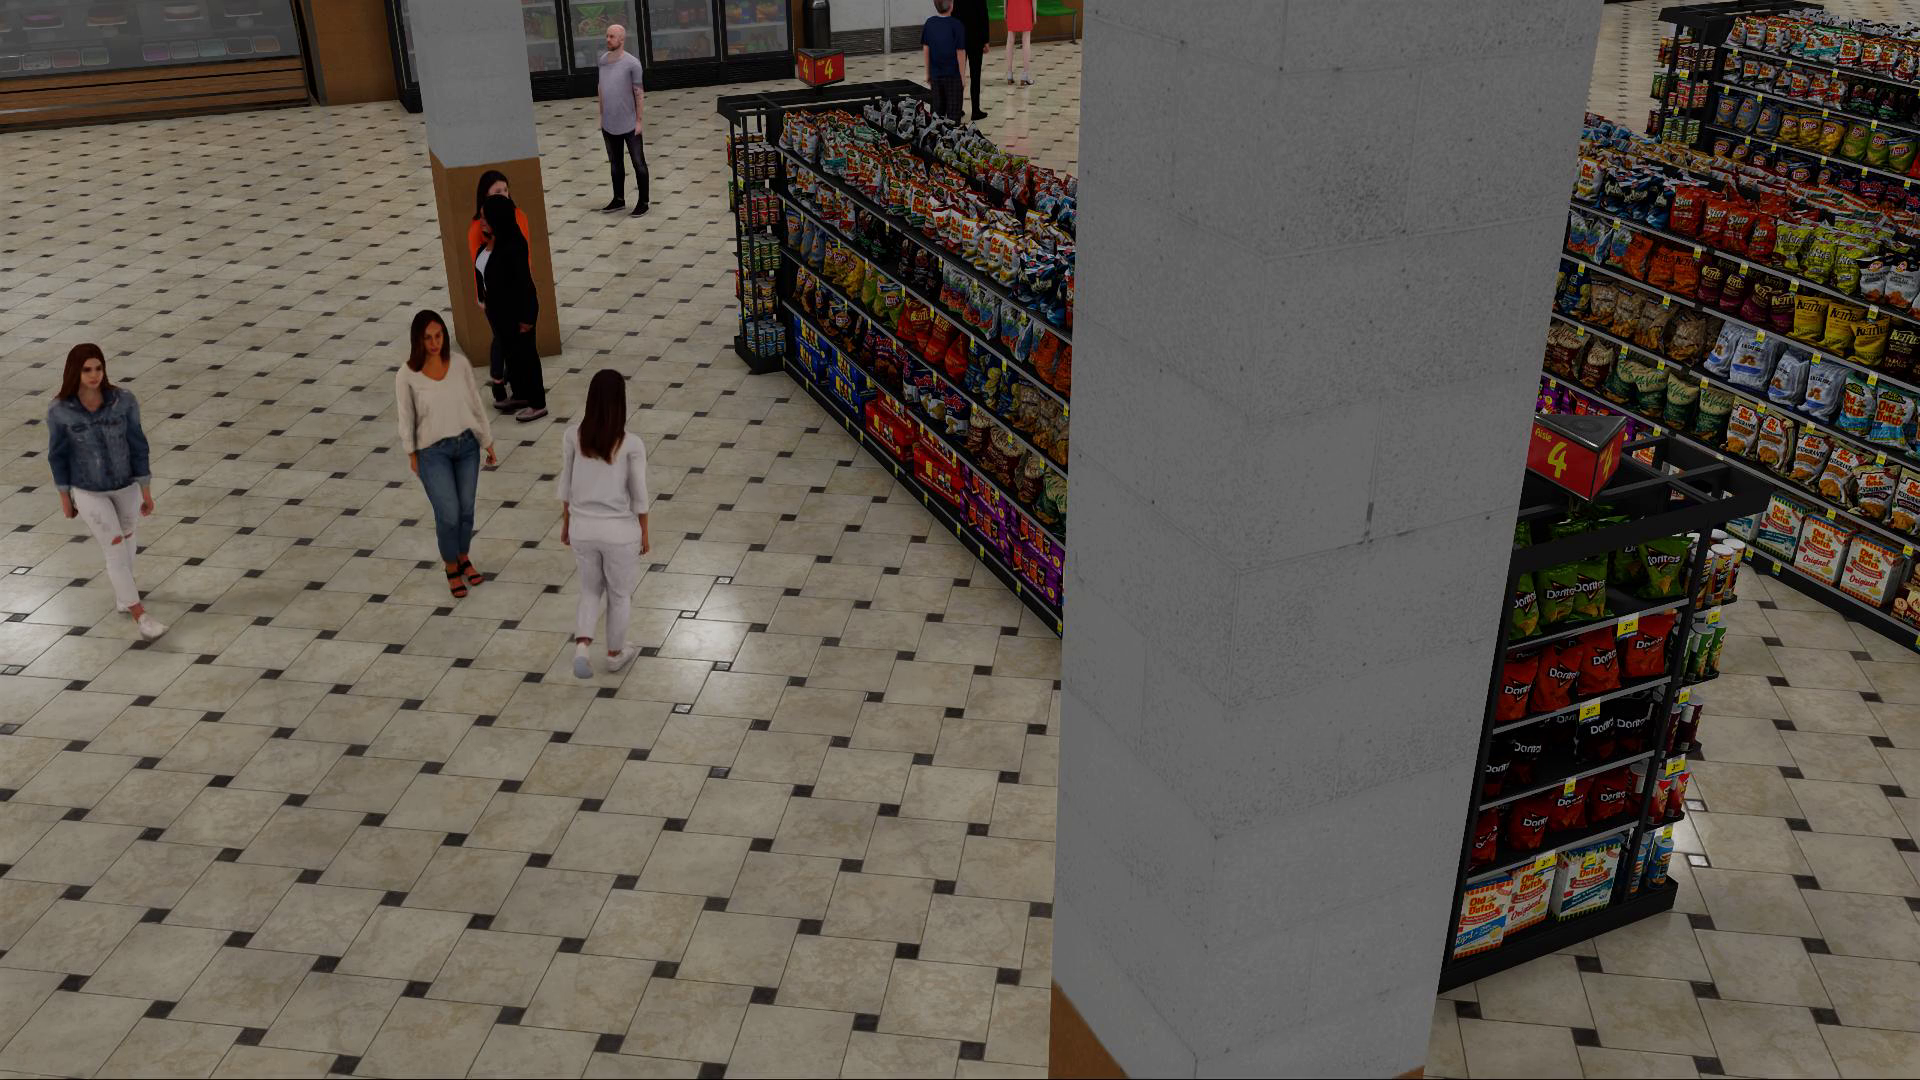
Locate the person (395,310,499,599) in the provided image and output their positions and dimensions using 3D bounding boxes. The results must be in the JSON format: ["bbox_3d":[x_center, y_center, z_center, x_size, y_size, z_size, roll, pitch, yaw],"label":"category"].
[{"bbox_3d":[-2.932,-0.524,9.424,0.695,1.672,0.701,-22,34,-36],"label":"person"}]

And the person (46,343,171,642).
[{"bbox_3d":[-4.629,-0.283,8.970,0.784,1.651,1.114,-15,31,-28],"label":"person"}]

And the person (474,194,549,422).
[{"bbox_3d":[-3.143,-1.636,11.678,0.796,1.616,0.667,-23,35,-38],"label":"person"}]

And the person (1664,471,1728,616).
[{"bbox_3d":[3.680,0.169,8.500,0.610,1.271,0.653,3,27,6],"label":"person"}]

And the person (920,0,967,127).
[{"bbox_3d":[-0.152,-5.021,18.070,0.706,1.871,0.794,13,29,23],"label":"person"}]

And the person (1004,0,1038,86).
[{"bbox_3d":[0.781,-6.938,21.900,0.653,1.827,0.736,12,29,23],"label":"person"}]

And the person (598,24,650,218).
[{"bbox_3d":[-3.320,-4.127,16.344,0.733,1.838,0.816,13,29,23],"label":"person"}]

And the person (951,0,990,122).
[{"bbox_3d":[0.092,-6.044,20.066,0.772,1.892,0.844,11,29,20],"label":"person"}]

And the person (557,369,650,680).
[{"bbox_3d":[-1.818,-0.019,8.431,0.875,1.670,0.963,2,27,4],"label":"person"}]

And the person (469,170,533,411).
[{"bbox_3d":[-3.270,-1.781,11.844,0.792,1.724,0.741,23,35,37],"label":"person"}]
